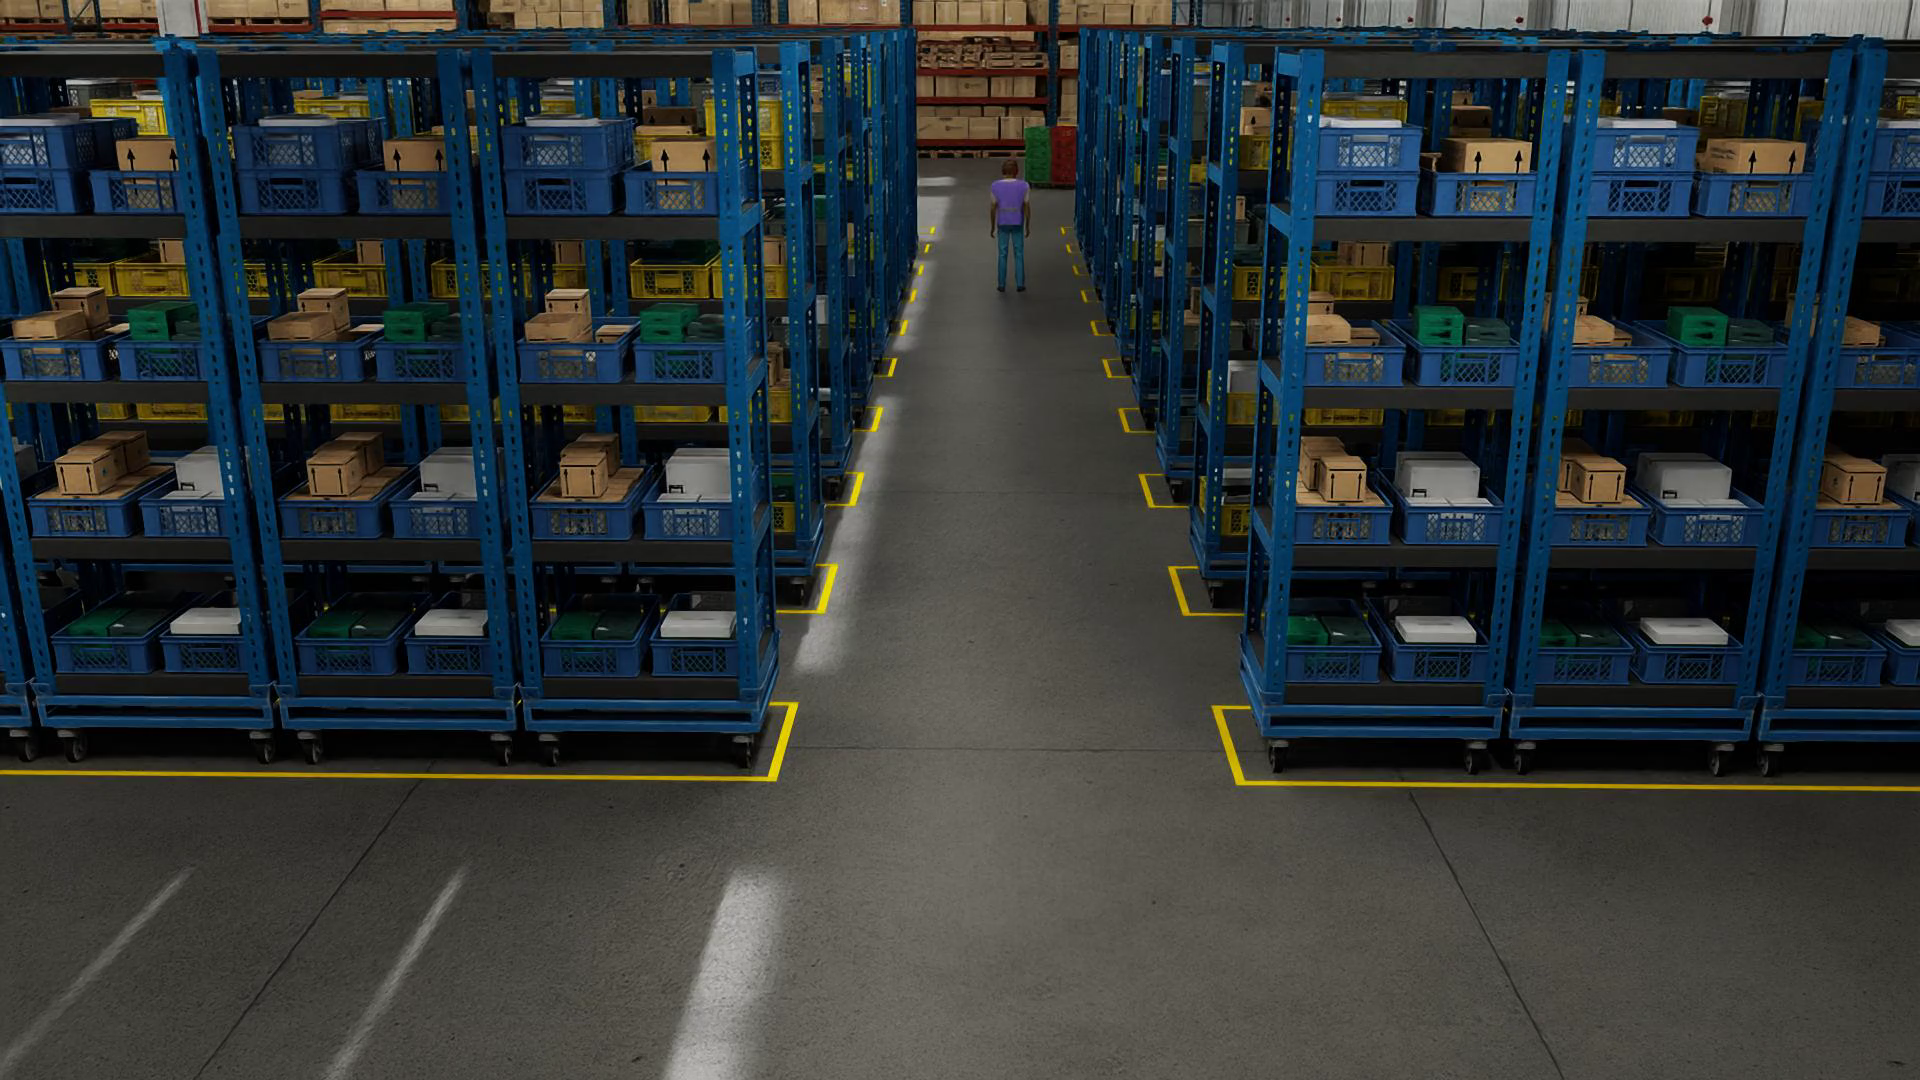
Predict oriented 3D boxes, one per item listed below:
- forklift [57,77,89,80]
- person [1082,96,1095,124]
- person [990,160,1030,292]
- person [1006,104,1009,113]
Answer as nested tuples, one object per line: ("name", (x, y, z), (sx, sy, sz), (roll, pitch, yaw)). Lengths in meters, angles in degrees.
("forklift", (-23.980, -11.724, 45.004), (1.129, 2.768, 1.873), (0, 17, -1))
("person", (3.294, -10.047, 41.271), (0.636, 1.902, 0.406), (1, 17, 2))
("person", (0.704, -4.411, 23.411), (0.563, 1.837, 0.388), (1, 17, 2))
("person", (1.436, -12.434, 48.831), (0.542, 1.928, 0.374), (1, 17, 2))
